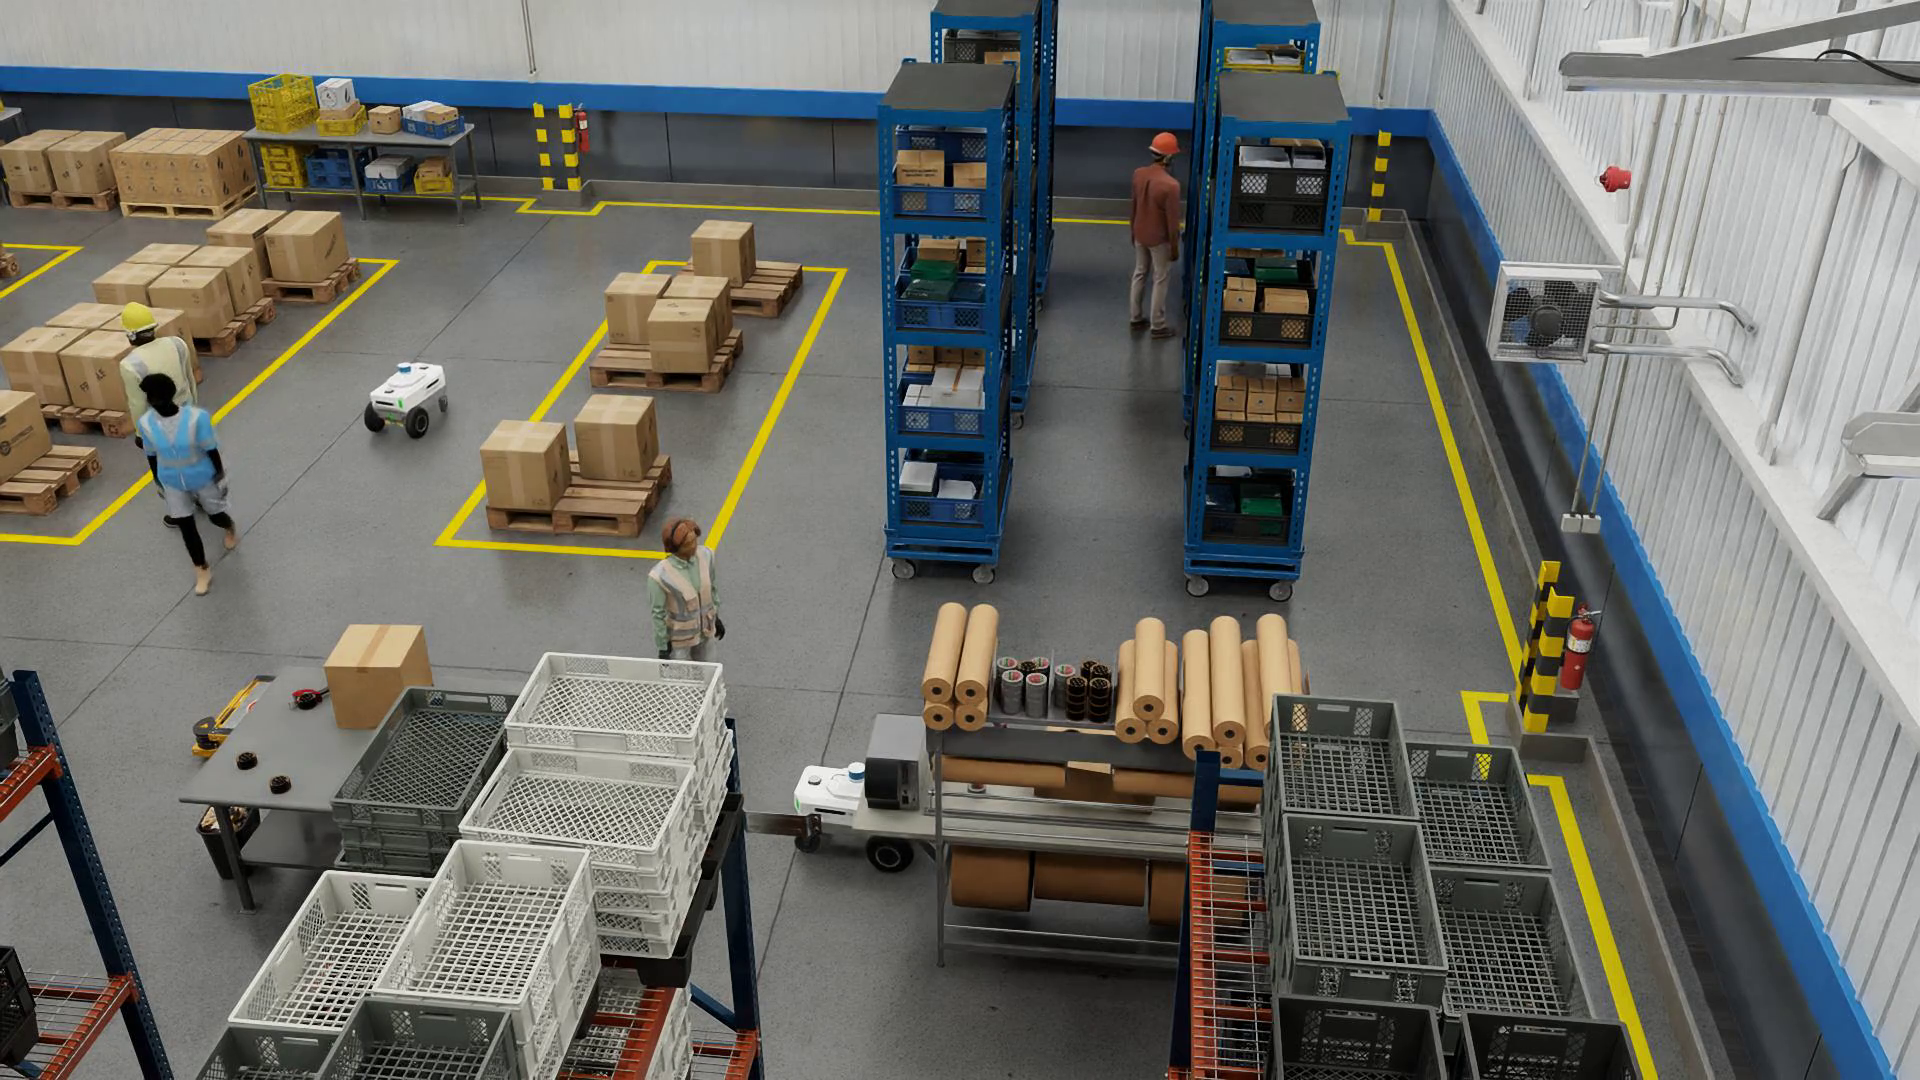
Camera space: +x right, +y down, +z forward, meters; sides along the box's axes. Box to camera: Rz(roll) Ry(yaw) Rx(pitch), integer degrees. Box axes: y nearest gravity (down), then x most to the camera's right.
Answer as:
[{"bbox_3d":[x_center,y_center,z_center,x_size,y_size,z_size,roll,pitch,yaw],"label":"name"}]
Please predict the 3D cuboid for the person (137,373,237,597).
[{"bbox_3d":[-5.570,-0.468,12.062,0.570,1.680,0.614,-5,31,-8],"label":"person"}]

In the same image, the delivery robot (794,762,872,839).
[{"bbox_3d":[-0.594,1.514,9.675,0.707,0.478,0.477,6,31,10],"label":"delivery robot"}]

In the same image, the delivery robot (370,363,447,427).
[{"bbox_3d":[-4.813,-1.311,14.528,0.477,0.478,0.707,9,32,16],"label":"delivery robot"}]

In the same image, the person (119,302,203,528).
[{"bbox_3d":[-6.094,-0.955,12.743,0.403,1.835,0.586,14,33,22],"label":"person"}]

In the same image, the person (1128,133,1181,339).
[{"bbox_3d":[1.884,-2.925,15.981,0.413,1.984,0.633,-20,36,-31],"label":"person"}]

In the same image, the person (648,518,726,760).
[{"bbox_3d":[-1.673,0.588,10.286,0.307,1.637,0.525,23,37,34],"label":"person"}]
